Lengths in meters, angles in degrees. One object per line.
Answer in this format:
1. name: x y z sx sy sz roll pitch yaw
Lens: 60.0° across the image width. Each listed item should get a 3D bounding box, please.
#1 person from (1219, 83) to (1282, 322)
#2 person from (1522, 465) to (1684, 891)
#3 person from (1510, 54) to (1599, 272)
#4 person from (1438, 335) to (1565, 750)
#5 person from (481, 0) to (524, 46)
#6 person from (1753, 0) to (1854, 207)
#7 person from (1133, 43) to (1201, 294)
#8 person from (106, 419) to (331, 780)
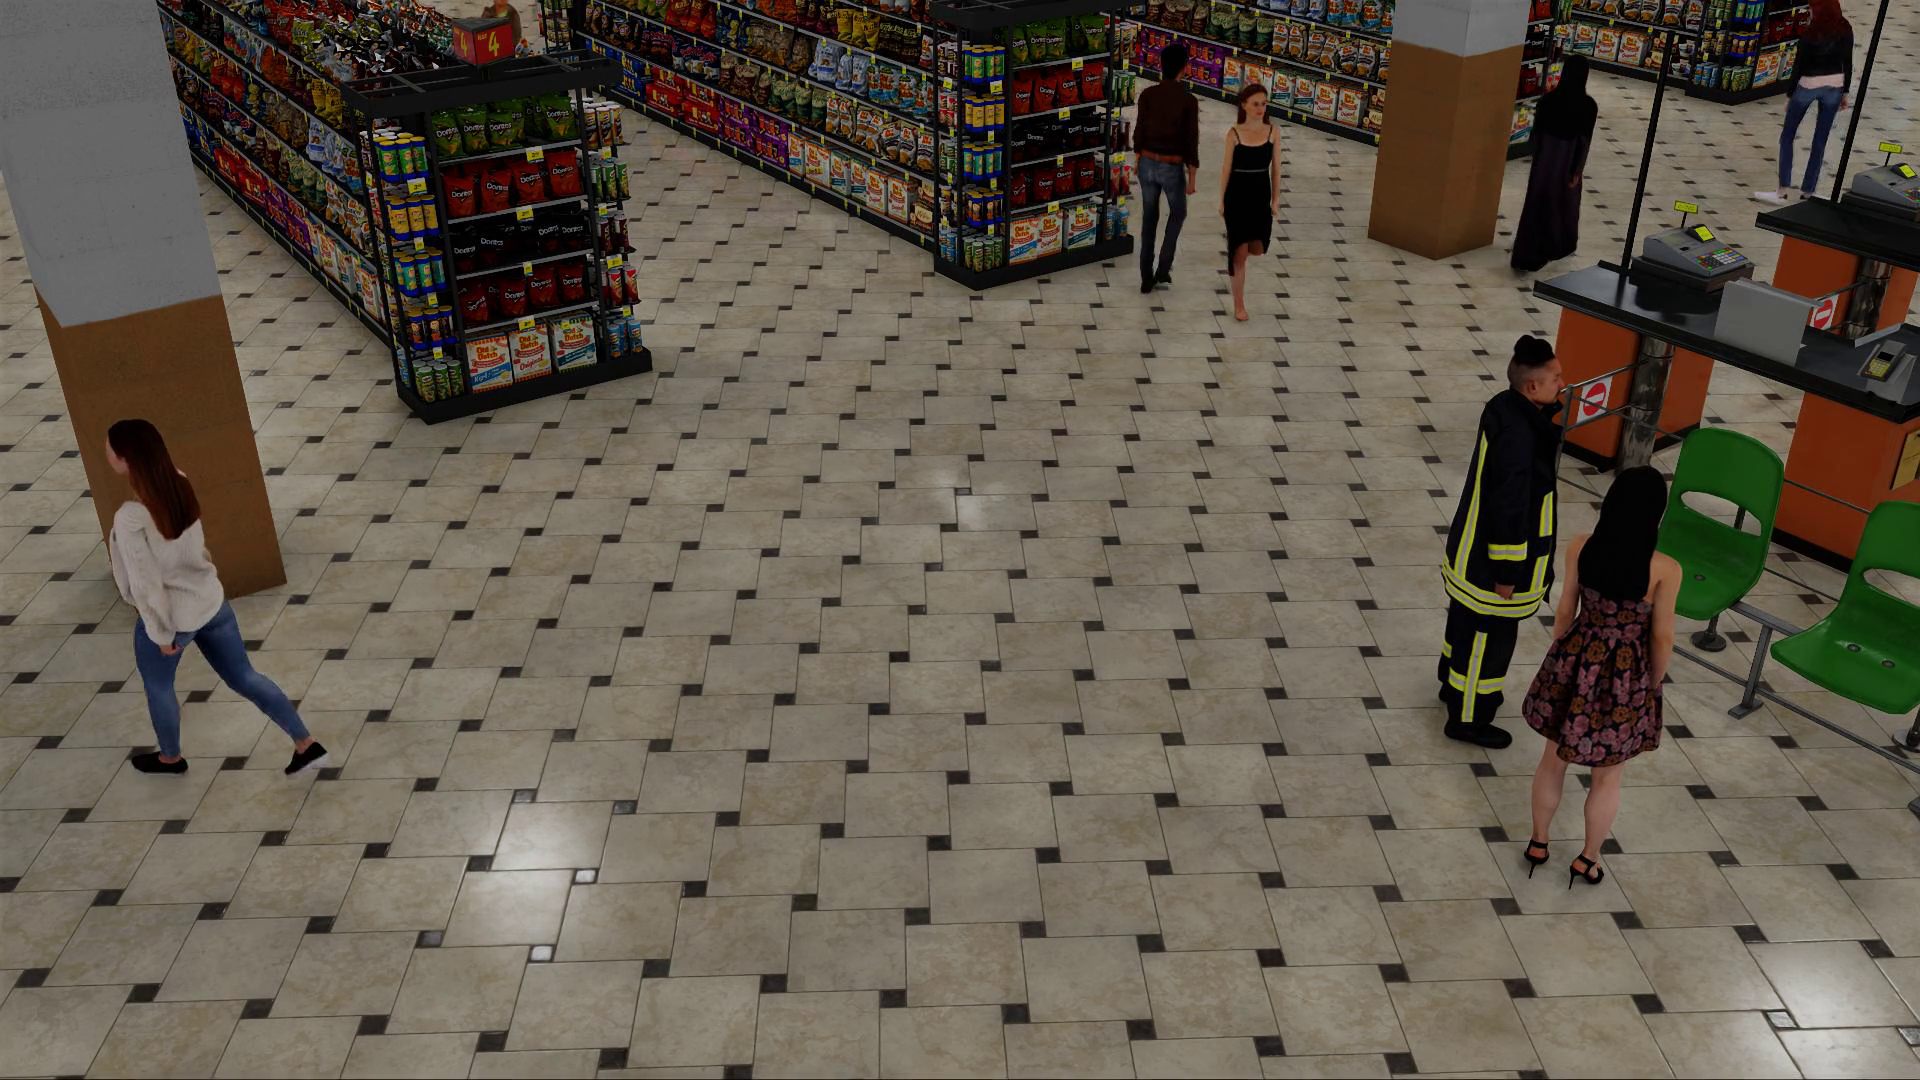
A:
1. person: 1.996 -2.390 11.638 0.844 1.606 1.020 -2 29 -5
2. person: 2.355 0.527 6.120 0.723 1.775 0.819 19 34 30
3. person: 4.390 -2.775 12.346 1.123 1.603 0.933 18 33 30
4. person: 2.274 -0.010 7.015 0.918 1.859 0.866 6 29 11
5. person: -4.355 -4.588 15.837 0.624 1.440 0.894 -16 33 -27
6. person: 7.144 -3.633 13.756 0.777 1.758 0.880 15 32 25
7. person: 1.413 -2.605 11.869 0.736 1.762 0.852 11 30 19
8. person: -3.022 0.303 6.658 1.180 1.653 1.052 8 30 15
